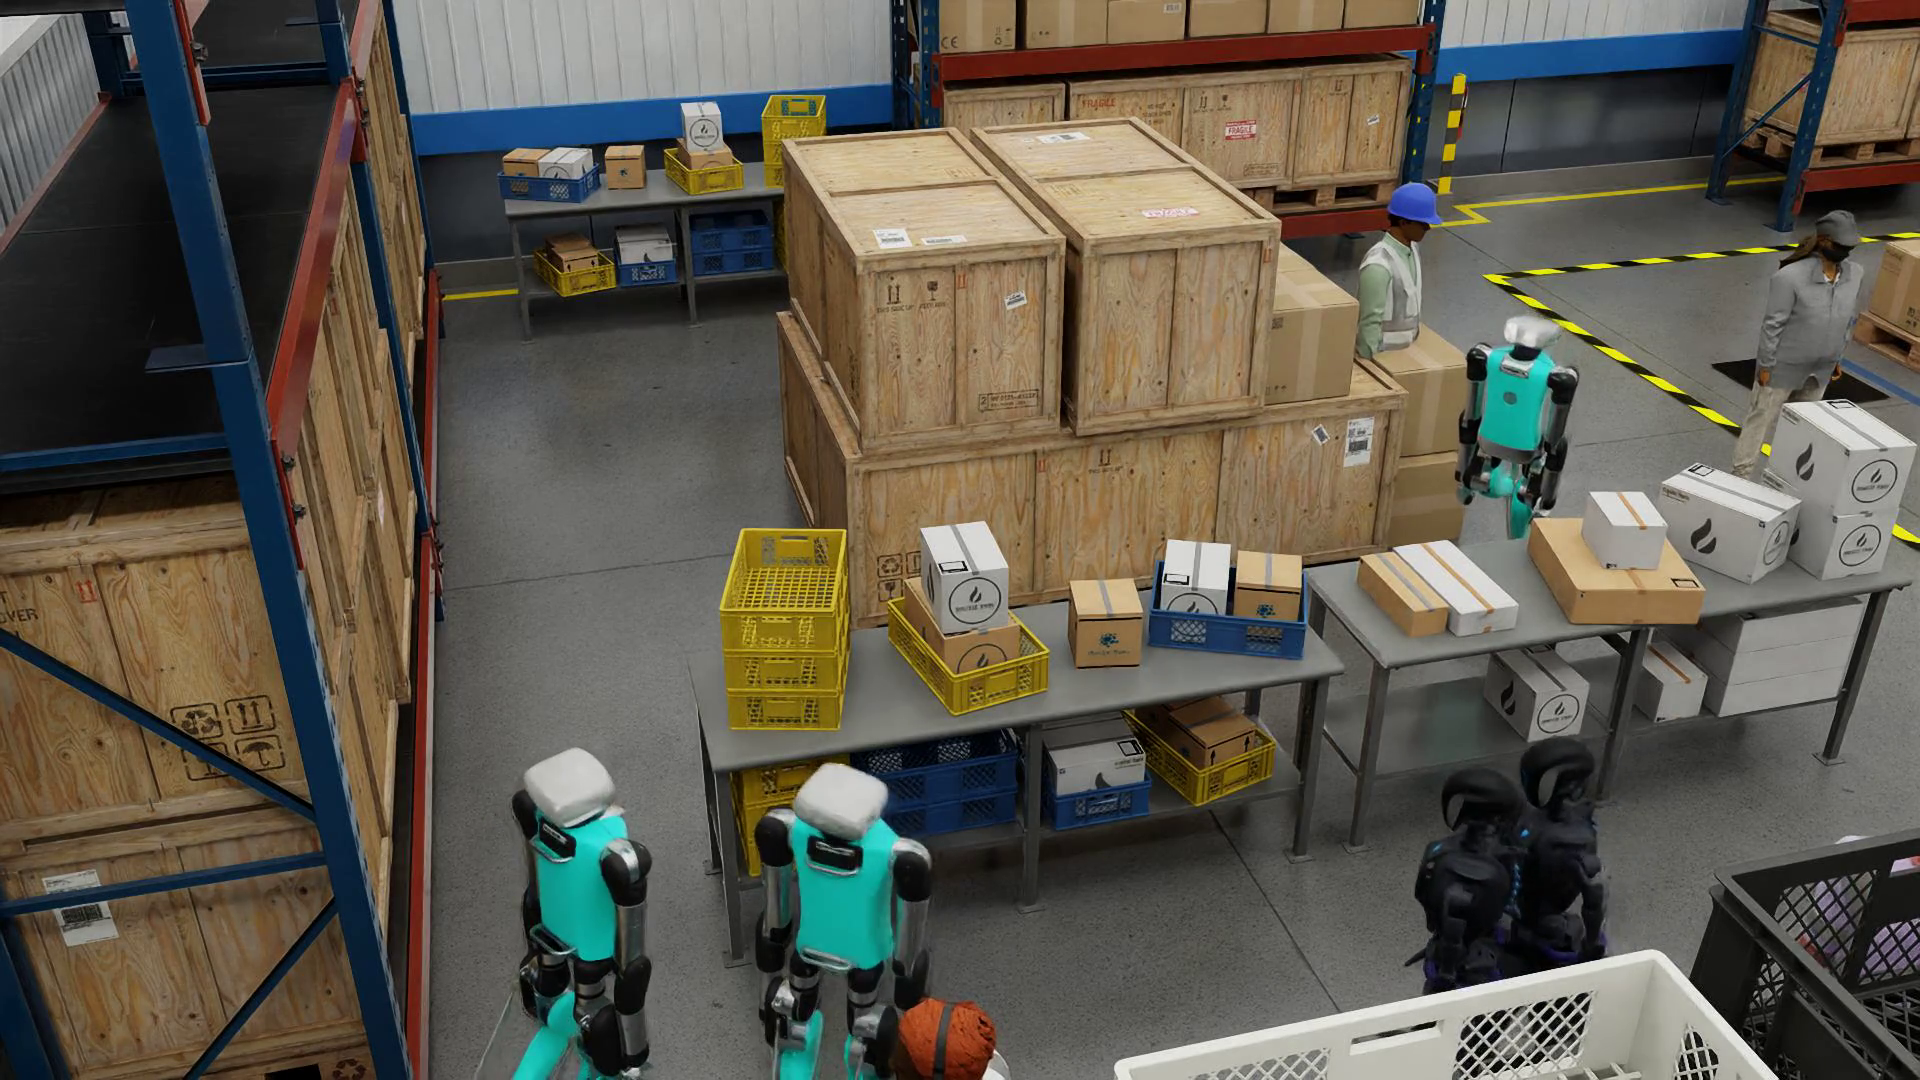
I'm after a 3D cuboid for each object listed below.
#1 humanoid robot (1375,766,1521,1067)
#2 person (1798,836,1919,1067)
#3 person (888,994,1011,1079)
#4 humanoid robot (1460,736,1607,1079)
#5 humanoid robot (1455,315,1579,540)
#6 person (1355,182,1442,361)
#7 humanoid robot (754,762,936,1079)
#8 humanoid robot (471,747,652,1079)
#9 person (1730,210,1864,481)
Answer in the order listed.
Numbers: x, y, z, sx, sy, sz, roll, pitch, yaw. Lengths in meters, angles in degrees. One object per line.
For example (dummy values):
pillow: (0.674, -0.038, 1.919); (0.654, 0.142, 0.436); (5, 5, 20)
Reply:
humanoid robot: (1.474, 1.375, 5.150); (0.362, 1.650, 0.584); (10, 30, 18)
person: (2.628, 1.437, 4.692); (0.610, 2.030, 0.402); (25, 37, 37)
person: (-0.028, 1.852, 4.082); (0.352, 1.882, 0.580); (2, 29, 4)
humanoid robot: (1.847, 1.354, 5.246); (0.641, 1.654, 0.610); (-1, 29, -3)
humanoid robot: (2.823, -0.362, 8.299); (0.530, 1.768, 1.035); (22, 36, 34)
person: (2.374, -1.048, 9.292); (0.412, 1.939, 0.603); (18, 33, 29)
humanoid robot: (-0.412, 1.547, 4.817); (0.541, 1.799, 0.729); (9, 30, 16)
humanoid robot: (-1.224, 1.473, 4.885); (0.531, 1.762, 0.679); (24, 37, 36)
person: (4.728, -1.012, 9.398); (0.569, 1.768, 0.399); (-7, 30, -12)
